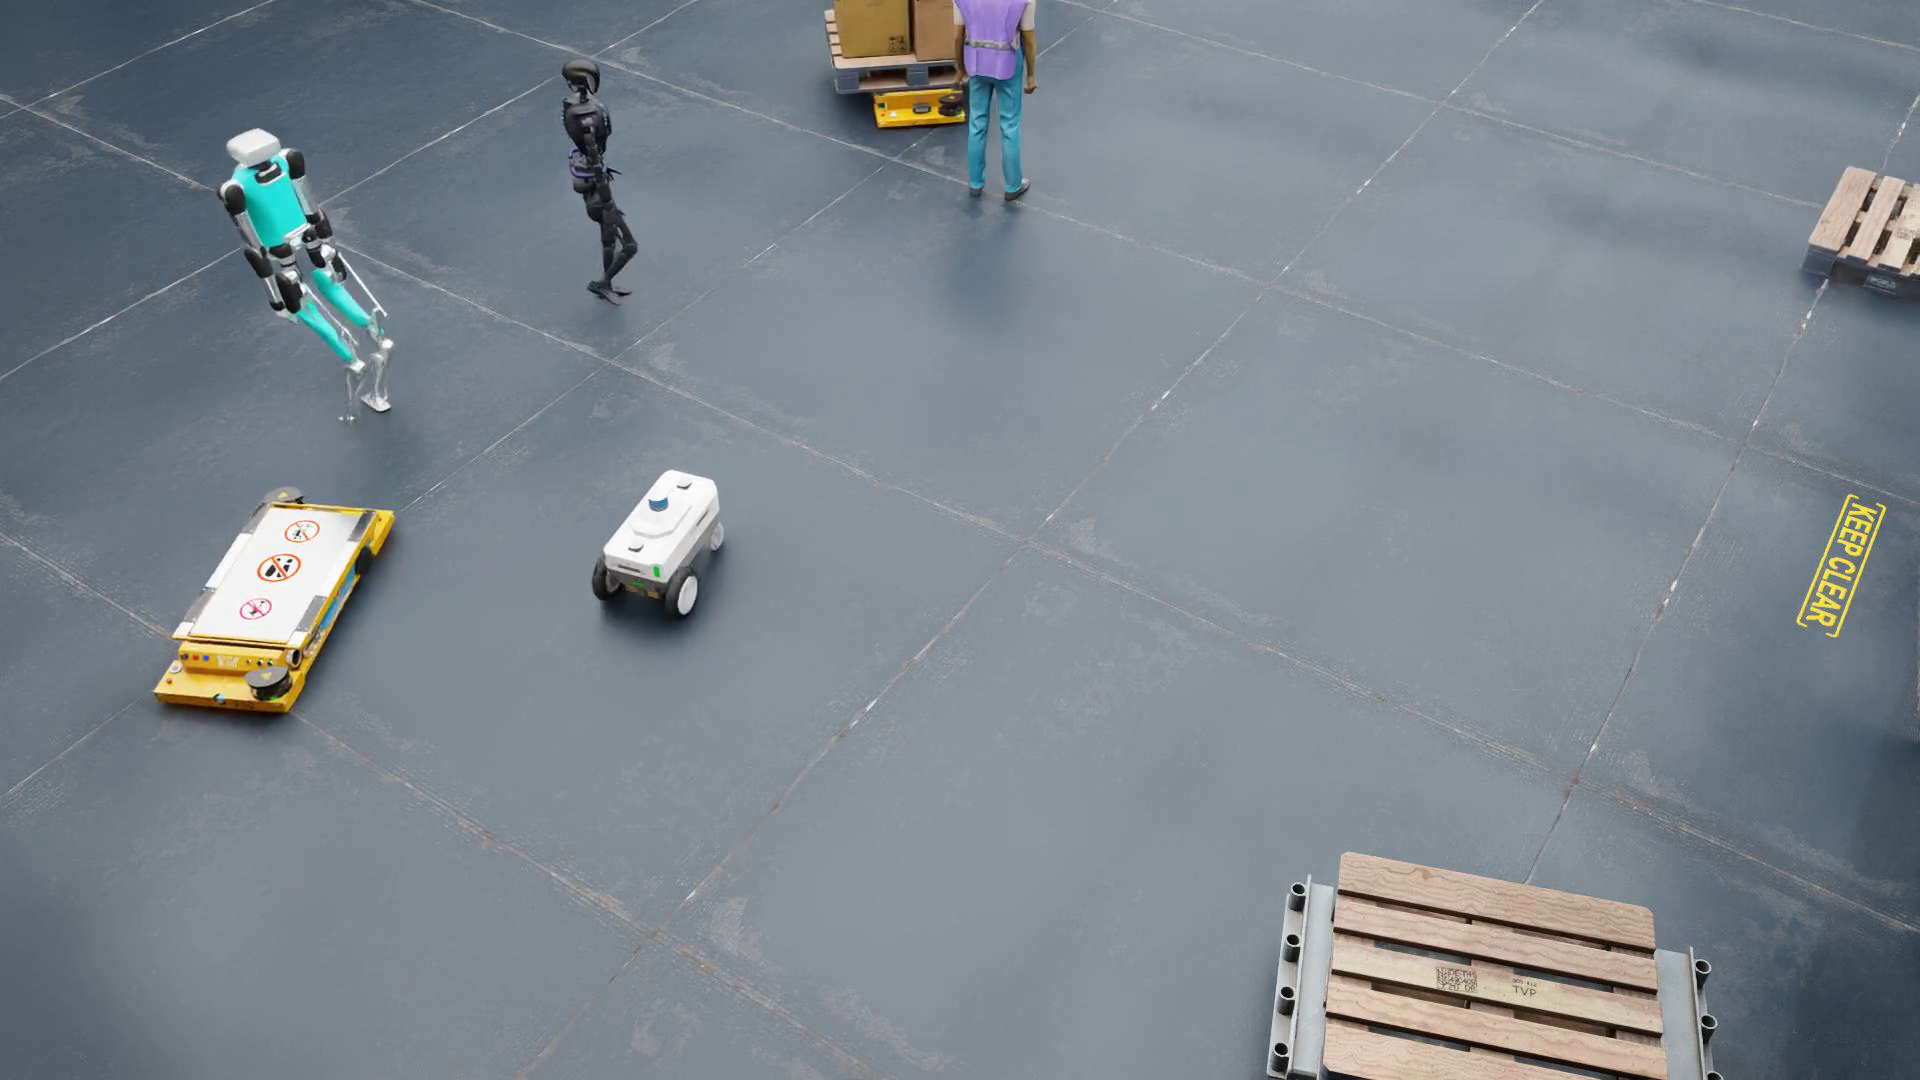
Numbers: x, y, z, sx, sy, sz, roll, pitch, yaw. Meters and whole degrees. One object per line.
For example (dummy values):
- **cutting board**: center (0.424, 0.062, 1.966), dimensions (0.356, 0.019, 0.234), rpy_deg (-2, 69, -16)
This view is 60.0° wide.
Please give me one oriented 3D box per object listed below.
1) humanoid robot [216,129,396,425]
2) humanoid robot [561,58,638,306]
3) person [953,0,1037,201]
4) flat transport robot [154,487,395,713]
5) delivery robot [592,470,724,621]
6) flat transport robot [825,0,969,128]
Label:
- **humanoid robot**: center (-3.512, -1.375, 9.235), dimensions (0.751, 1.792, 0.545), rpy_deg (21, 46, 22)
- **humanoid robot**: center (-2.196, -2.188, 10.172), dimensions (0.341, 1.652, 0.608), rpy_deg (-10, 43, -11)
- **person**: center (0.226, -3.126, 11.097), dimensions (0.563, 1.843, 0.390), rpy_deg (11, 43, 12)
- **flat transport robot**: center (-3.465, 0.278, 8.468), dimensions (0.659, 0.231, 1.431), rpy_deg (4, 42, 5)
- **delivery robot**: center (-1.527, -0.009, 8.567), dimensions (0.499, 0.584, 0.783), rpy_deg (14, 44, 15)
- **flat transport robot**: center (-0.385, -3.598, 12.805), dimensions (0.659, 0.231, 1.431), rpy_deg (-6, 42, -6)
